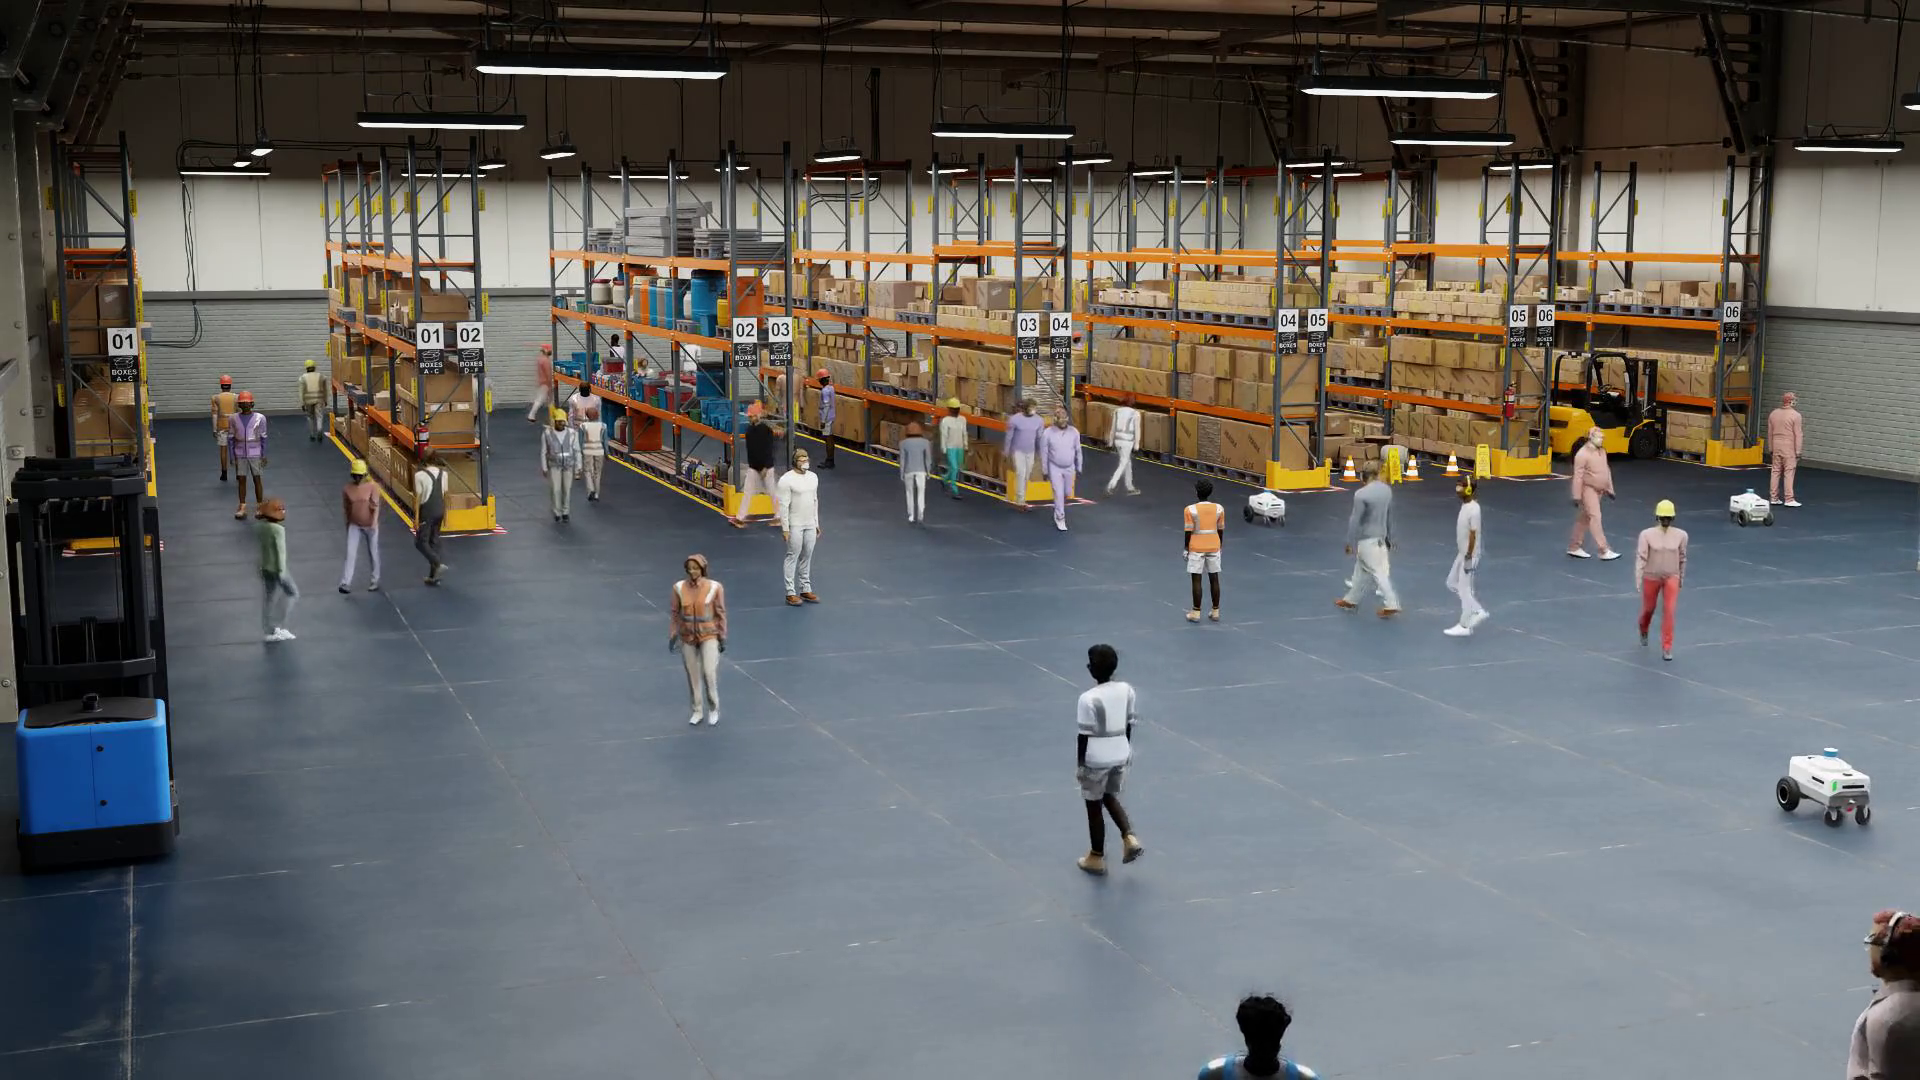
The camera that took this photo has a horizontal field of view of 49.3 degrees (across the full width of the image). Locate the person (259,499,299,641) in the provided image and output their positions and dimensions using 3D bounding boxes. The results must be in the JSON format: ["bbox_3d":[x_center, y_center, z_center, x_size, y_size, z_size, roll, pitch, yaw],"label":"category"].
[{"bbox_3d":[-7.709,0.338,23.655,0.508,1.622,0.397,7,11,39],"label":"person"}]

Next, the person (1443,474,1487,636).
[{"bbox_3d":[5.780,0.169,23.971,0.412,1.860,0.544,0,9,2],"label":"person"}]

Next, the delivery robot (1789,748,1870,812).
[{"bbox_3d":[6.900,1.898,16.617,0.477,0.478,0.707,-1,9,-7],"label":"delivery robot"}]

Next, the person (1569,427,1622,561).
[{"bbox_3d":[8.963,-0.643,29.364,0.943,1.863,0.662,8,12,42],"label":"person"}]

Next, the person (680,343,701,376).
[{"bbox_3d":[-7.024,-4.463,54.614,0.551,1.932,0.376,-2,9,-10],"label":"person"}]

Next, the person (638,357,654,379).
[{"bbox_3d":[-7.409,-3.472,49.051,0.523,1.626,0.558,-5,10,-28],"label":"person"}]

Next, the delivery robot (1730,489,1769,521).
[{"bbox_3d":[12.441,-0.557,32.985,0.477,0.478,0.707,-1,8,-6],"label":"delivery robot"}]

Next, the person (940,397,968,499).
[{"bbox_3d":[-0.141,-1.602,36.131,0.528,1.750,0.612,-7,11,-41],"label":"person"}]

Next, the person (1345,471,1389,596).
[{"bbox_3d":[5.253,-0.114,26.746,0.508,1.599,0.814,-3,9,-19],"label":"person"}]

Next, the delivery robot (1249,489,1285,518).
[{"bbox_3d":[4.841,-0.565,33.038,0.477,0.478,0.707,-2,9,-16],"label":"delivery robot"}]

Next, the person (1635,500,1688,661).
[{"bbox_3d":[7.655,0.394,22.931,0.537,1.737,0.784,2,9,10],"label":"person"}]

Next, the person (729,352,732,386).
[{"bbox_3d":[-5.007,-3.102,45.432,0.368,1.967,0.603,0,9,1],"label":"person"}]

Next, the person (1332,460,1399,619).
[{"bbox_3d":[4.924,-0.018,25.157,0.648,1.889,1.014,-8,12,-44],"label":"person"}]

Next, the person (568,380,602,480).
[{"bbox_3d":[-6.935,-2.038,38.771,0.625,1.841,0.429,-2,9,-14],"label":"person"}]

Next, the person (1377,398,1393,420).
[{"bbox_3d":[9.828,-3.430,48.407,0.489,1.737,0.320,7,11,38],"label":"person"}]

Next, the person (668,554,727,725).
[{"bbox_3d":[-2.462,0.941,19.628,0.531,1.625,0.470,2,9,10],"label":"person"}]

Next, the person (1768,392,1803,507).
[{"bbox_3d":[13.841,-1.517,35.062,0.401,1.910,0.640,-4,10,-27],"label":"person"}]

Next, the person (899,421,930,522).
[{"bbox_3d":[-0.717,-1.071,33.037,0.509,1.617,0.609,-1,9,-4],"label":"person"}]

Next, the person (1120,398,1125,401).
[{"bbox_3d":[4.148,-4.112,52.554,0.519,1.852,0.754,-3,9,-18],"label":"person"}]

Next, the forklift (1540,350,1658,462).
[{"bbox_3d":[12.897,-2.725,42.309,2.313,2.155,1.214,-3,9,-21],"label":"forklift"}]

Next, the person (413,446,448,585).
[{"bbox_3d":[-6.866,-0.309,27.272,0.484,1.827,0.531,7,11,38],"label":"person"}]

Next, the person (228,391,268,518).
[{"bbox_3d":[-11.452,-1.378,33.675,0.614,2.048,0.361,-1,9,-6],"label":"person"}]

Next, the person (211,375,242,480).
[{"bbox_3d":[-13.553,-2.085,38.755,0.551,1.934,0.373,-4,9,-23],"label":"person"}]

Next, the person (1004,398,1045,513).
[{"bbox_3d":[1.071,-1.388,34.250,0.651,1.883,0.957,-3,9,-21],"label":"person"}]

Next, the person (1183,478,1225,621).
[{"bbox_3d":[2.888,0.117,24.866,0.536,1.696,0.322,-3,9,-18],"label":"person"}]

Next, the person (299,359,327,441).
[{"bbox_3d":[-14.043,-3.028,45.497,0.595,1.801,0.774,-3,9,-20],"label":"person"}]

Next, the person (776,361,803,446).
[{"bbox_3d":[-3.591,-2.892,44.267,0.591,1.904,0.817,-3,9,-20],"label":"person"}]

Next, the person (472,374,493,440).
[{"bbox_3d":[-10.053,-2.783,43.815,0.599,1.811,0.432,-6,11,-36],"label":"person"}]

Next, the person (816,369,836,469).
[{"bbox_3d":[-2.609,-2.355,40.588,0.374,1.928,0.543,1,9,9],"label":"person"}]

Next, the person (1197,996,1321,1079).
[{"bbox_3d":[1.198,2.617,8.346,0.540,1.643,0.879,1,9,6],"label":"person"}]

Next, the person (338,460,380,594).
[{"bbox_3d":[-7.647,-0.159,26.684,0.516,1.711,0.890,1,9,3],"label":"person"}]

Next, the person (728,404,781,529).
[{"bbox_3d":[-3.125,-1.141,32.479,0.627,1.938,1.046,6,11,37],"label":"person"}]

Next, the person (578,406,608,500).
[{"bbox_3d":[-6.248,-1.467,35.673,0.533,1.624,0.622,-3,9,-22],"label":"person"}]

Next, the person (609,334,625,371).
[{"bbox_3d":[-8.792,-4.313,53.672,0.393,1.920,0.591,3,9,20],"label":"person"}]

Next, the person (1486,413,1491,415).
[{"bbox_3d":[10.849,-2.718,43.081,0.643,1.897,0.969,-3,9,-17],"label":"person"}]

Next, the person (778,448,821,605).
[{"bbox_3d":[-1.981,-0.176,26.015,0.358,1.938,0.636,7,11,41],"label":"person"}]

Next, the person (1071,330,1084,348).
[{"bbox_3d":[3.091,-4.582,55.402,0.369,1.935,0.551,2,9,10],"label":"person"}]

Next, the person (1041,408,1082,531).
[{"bbox_3d":[1.570,-1.126,32.566,0.650,1.883,0.812,-3,9,-17],"label":"person"}]

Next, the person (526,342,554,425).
[{"bbox_3d":[-9.804,-3.697,49.510,1.047,1.948,0.636,-3,9,-17],"label":"person"}]

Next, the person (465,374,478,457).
[{"bbox_3d":[-9.730,-2.501,41.468,0.652,1.946,0.981,-3,9,-22],"label":"person"}]

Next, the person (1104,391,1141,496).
[{"bbox_3d":[2.805,-1.655,36.254,0.892,1.845,0.618,-7,11,-39],"label":"person"}]

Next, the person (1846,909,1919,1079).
[{"bbox_3d":[3.830,2.447,8.769,0.661,1.871,0.923,-6,11,-36],"label":"person"}]

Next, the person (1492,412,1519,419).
[{"bbox_3d":[10.955,-2.524,42.044,0.645,1.823,0.456,-4,9,-24],"label":"person"}]

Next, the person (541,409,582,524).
[{"bbox_3d":[-6.257,-1.151,32.978,0.618,1.793,0.862,-3,9,-20],"label":"person"}]

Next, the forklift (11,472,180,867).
[{"bbox_3d":[-6.630,0.886,15.957,1.129,2.768,1.873,-3,9,-21],"label":"forklift"}]

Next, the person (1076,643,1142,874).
[{"bbox_3d":[1.048,1.580,15.114,0.549,1.686,0.403,-8,11,-41],"label":"person"}]
